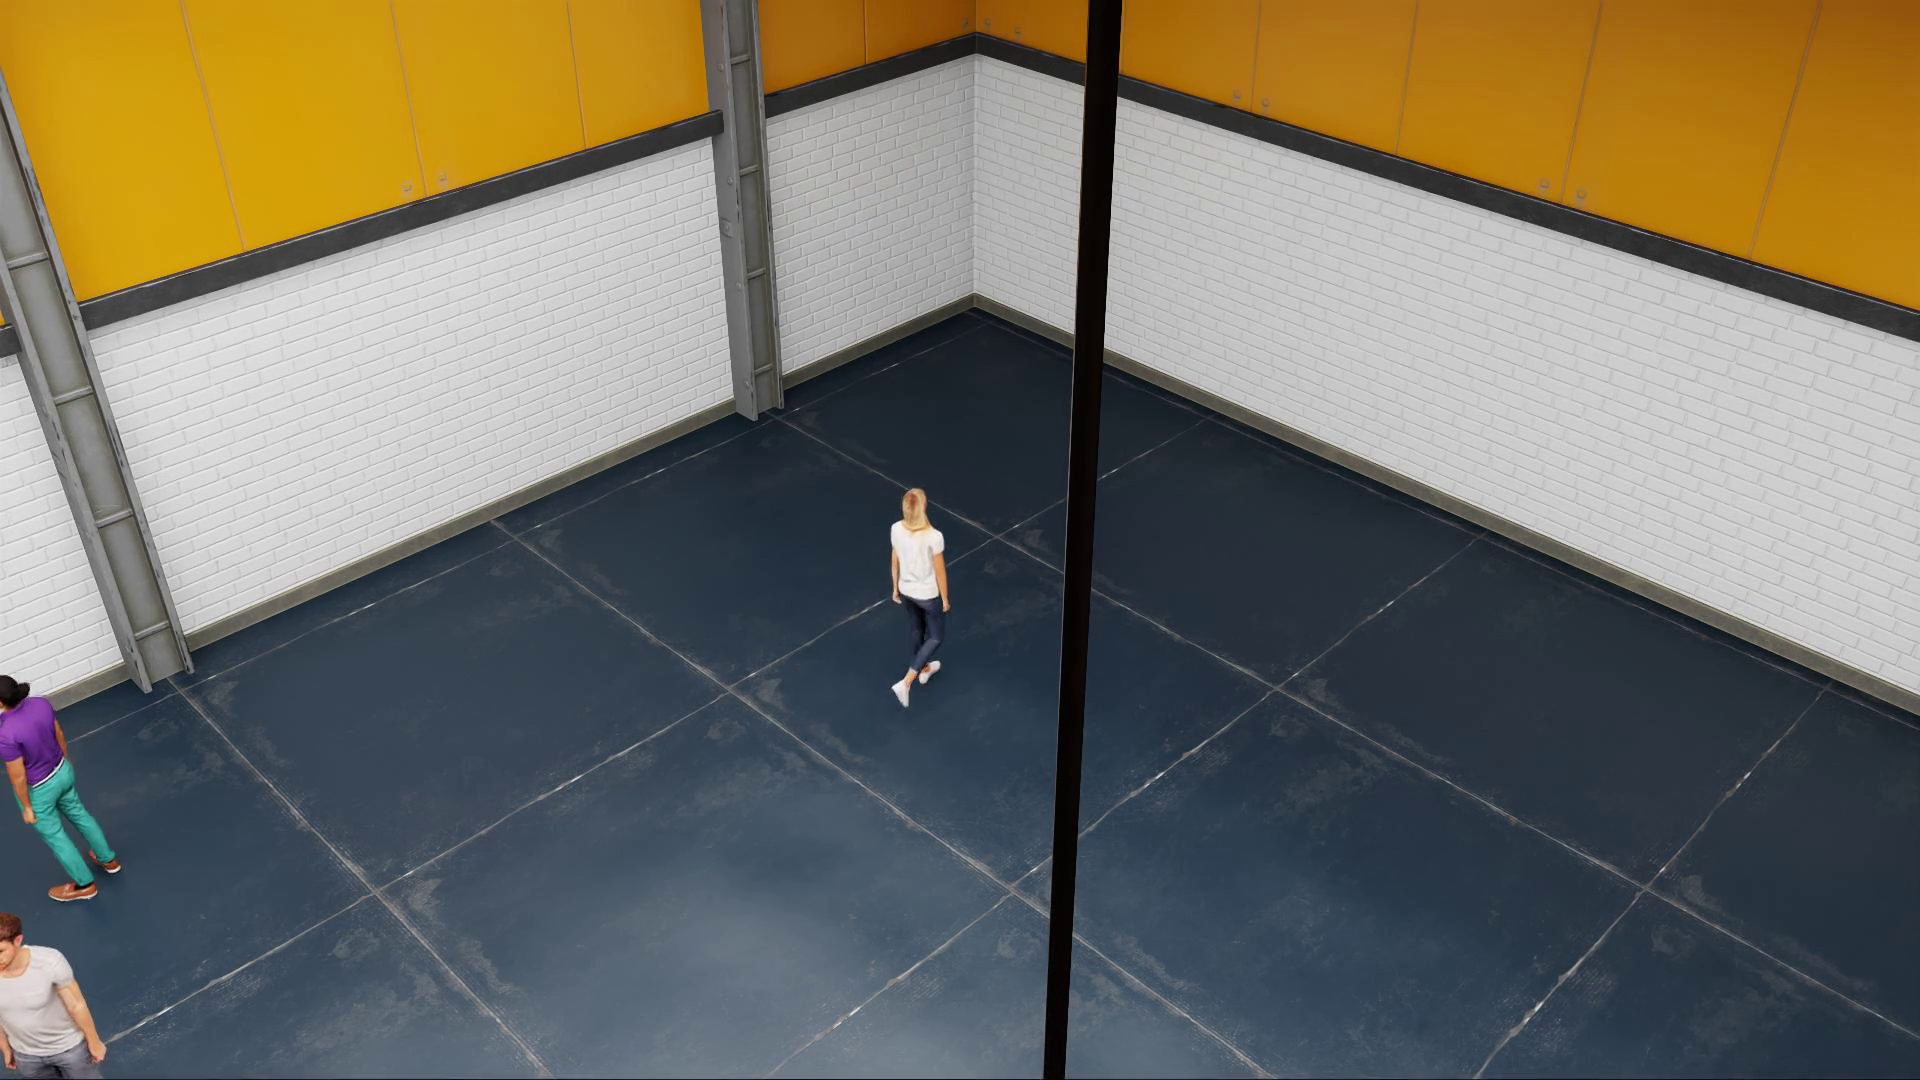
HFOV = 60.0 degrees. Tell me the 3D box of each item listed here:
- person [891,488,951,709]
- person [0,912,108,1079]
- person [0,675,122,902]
[{"bbox_3d":[-0.325,0.447,12.265,0.747,1.793,1.042,18,38,25],"label":"person"},{"bbox_3d":[-4.843,2.652,8.858,0.713,1.892,0.796,-3,34,-4],"label":"person"},{"bbox_3d":[-5.817,1.547,10.633,0.824,1.767,0.732,7,34,10],"label":"person"}]
